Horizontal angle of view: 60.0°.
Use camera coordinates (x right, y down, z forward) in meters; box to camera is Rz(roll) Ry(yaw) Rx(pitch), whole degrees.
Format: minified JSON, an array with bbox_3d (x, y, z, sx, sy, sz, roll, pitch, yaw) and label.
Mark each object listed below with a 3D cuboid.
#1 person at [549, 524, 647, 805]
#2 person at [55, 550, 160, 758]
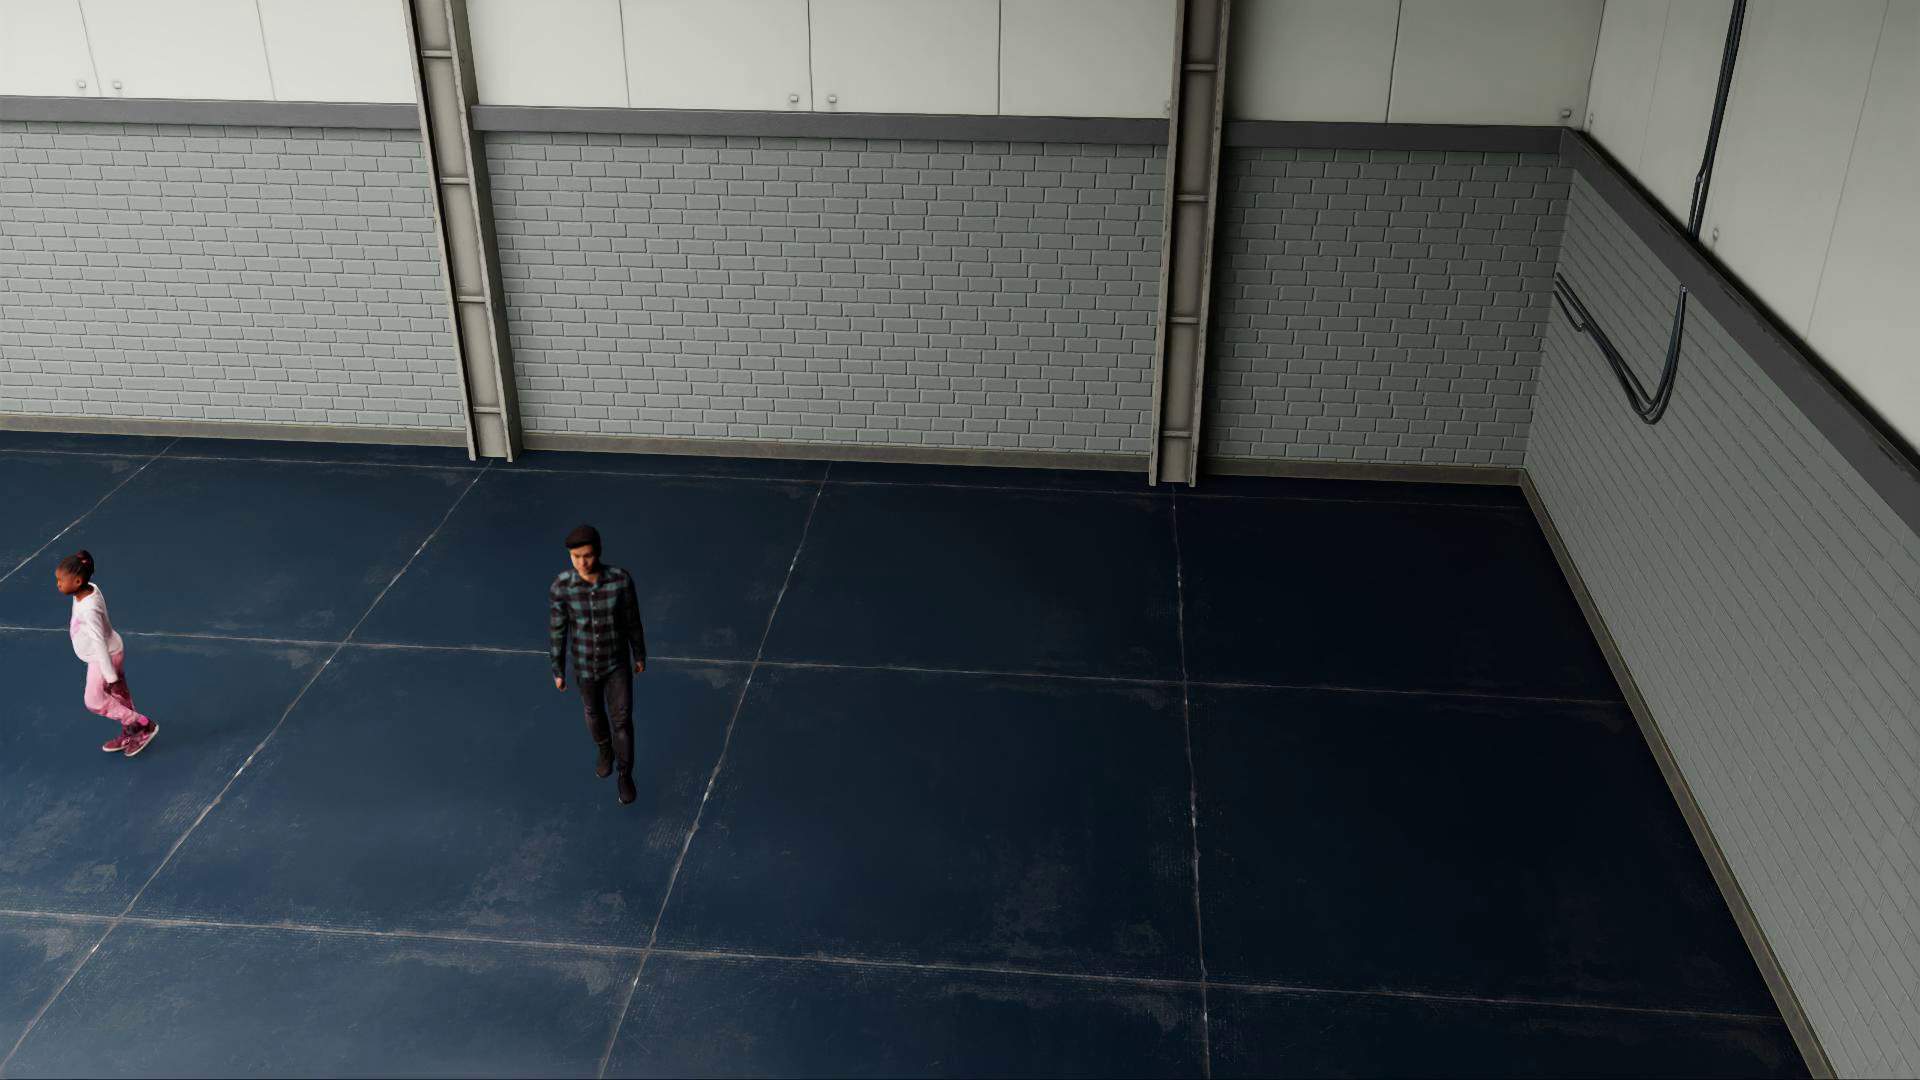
[{"bbox_3d":[-2.087,0.631,9.688,0.867,1.696,0.825,-3,27,-5],"label":"person"},{"bbox_3d":[-5.308,0.692,10.441,0.722,1.441,0.677,-13,30,-23],"label":"person"}]
